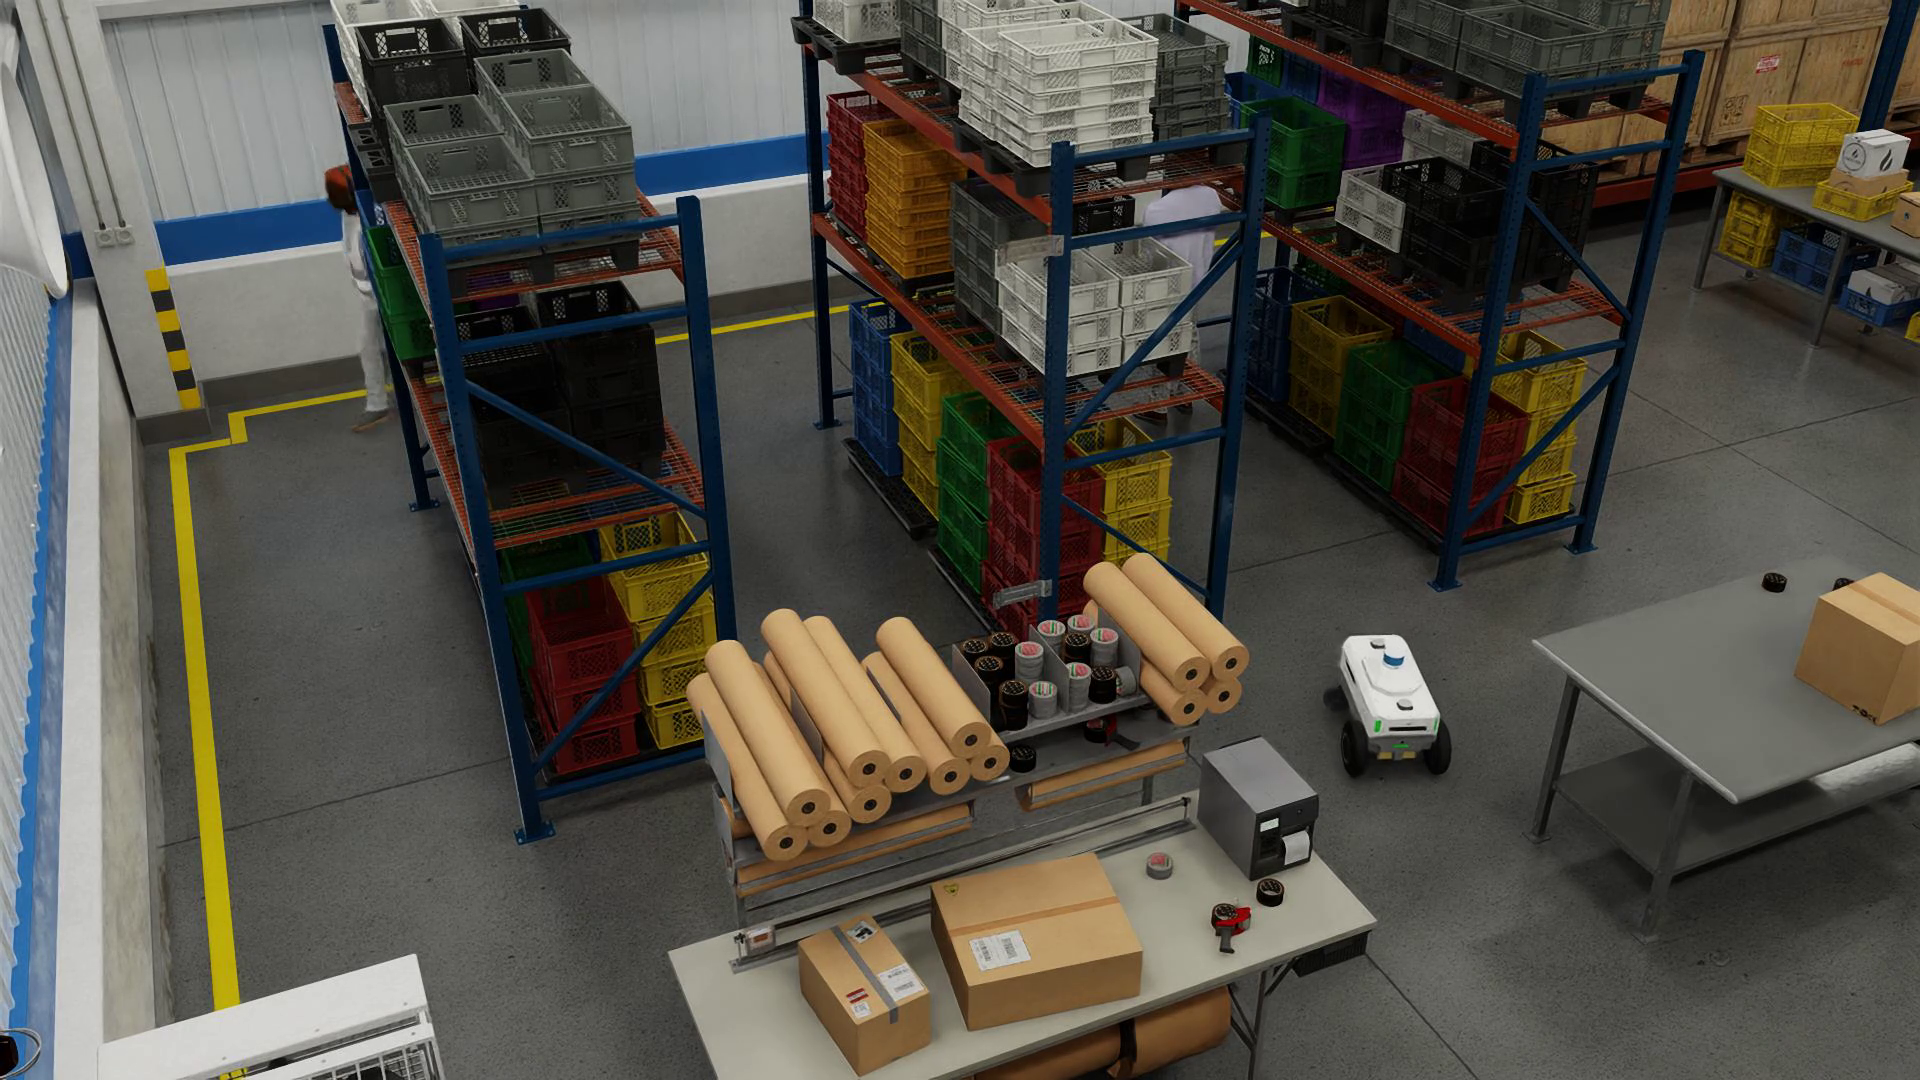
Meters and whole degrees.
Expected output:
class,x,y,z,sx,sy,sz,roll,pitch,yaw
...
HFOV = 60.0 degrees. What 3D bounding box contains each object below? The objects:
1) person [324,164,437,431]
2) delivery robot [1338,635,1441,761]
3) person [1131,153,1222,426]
class,x,y,z,sx,sy,sz,roll,pitch,yaw
person,-3.781,-1.662,11.152,0.867,1.855,0.582,-25,40,-35
delivery robot,2.154,0.756,8.362,0.477,0.478,0.707,-1,32,-2
person,1.427,-1.701,11.128,0.630,1.940,0.372,-22,38,-32
